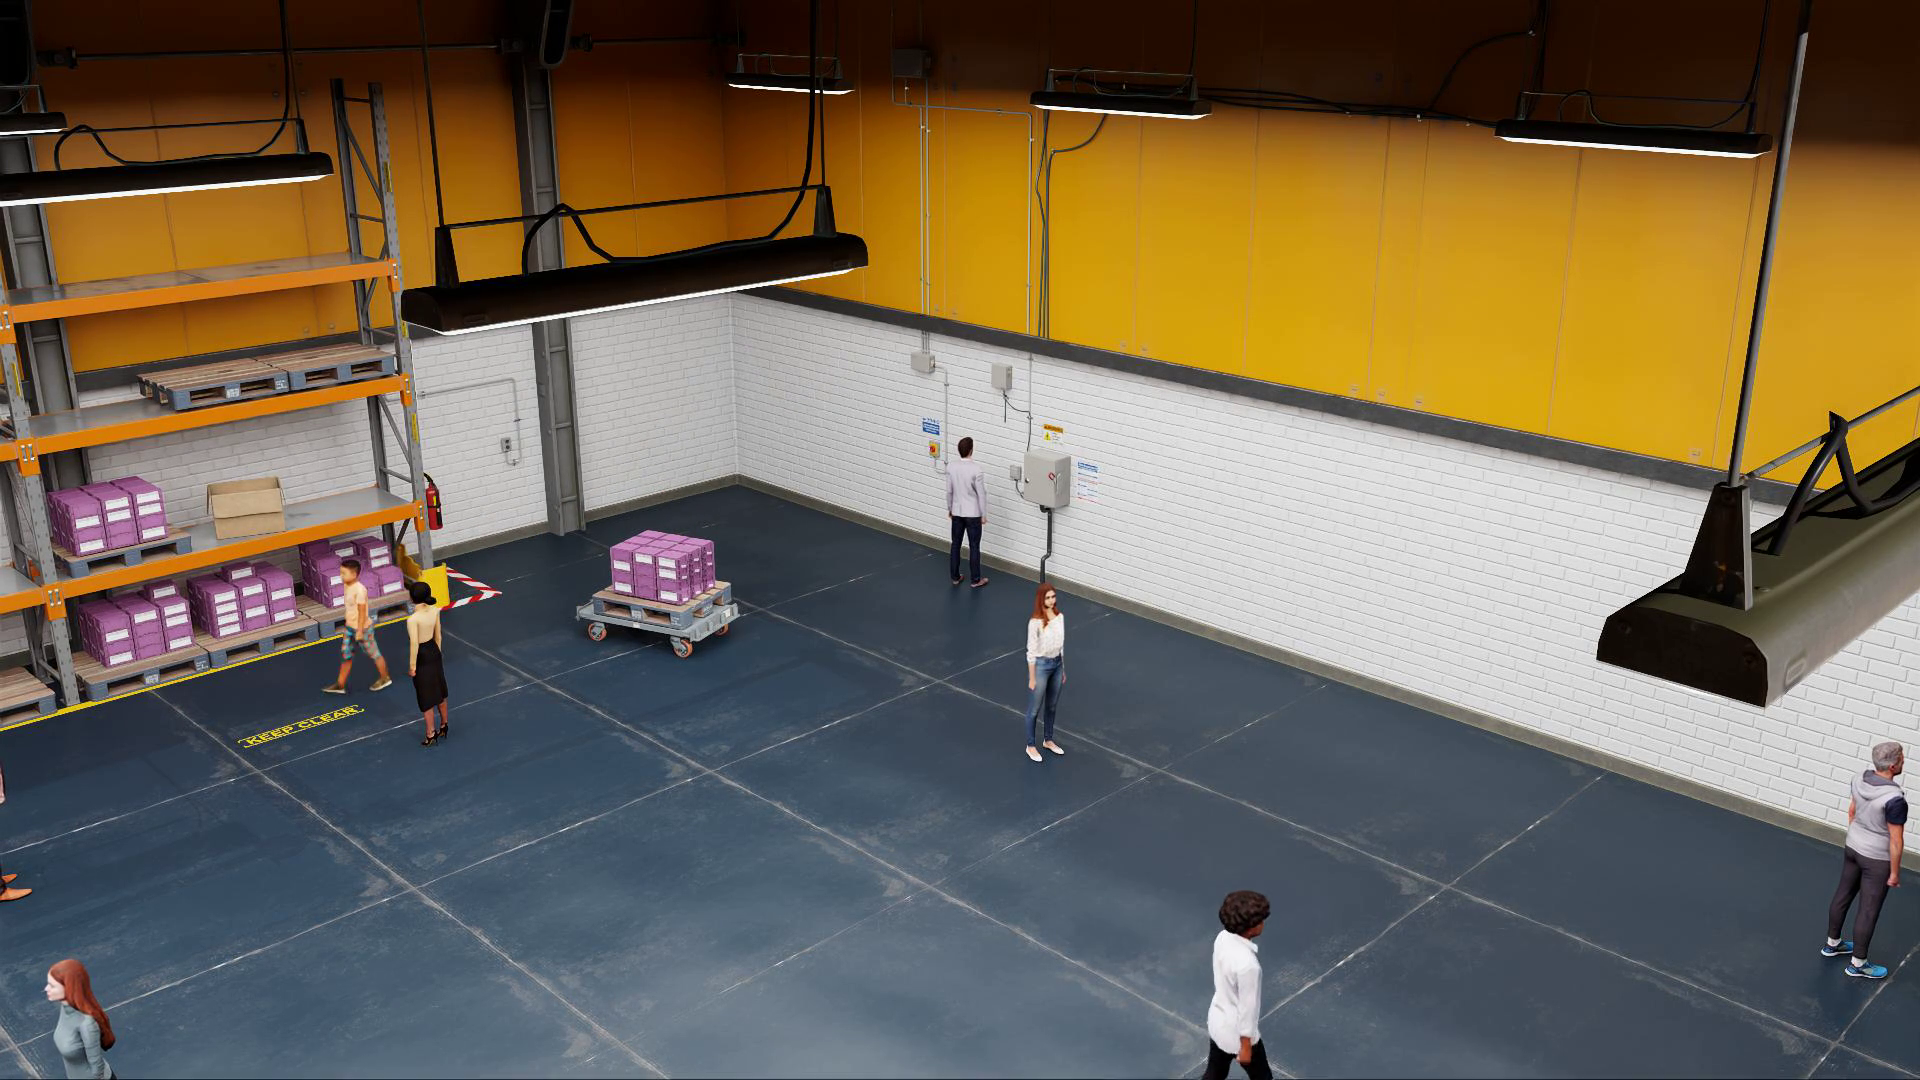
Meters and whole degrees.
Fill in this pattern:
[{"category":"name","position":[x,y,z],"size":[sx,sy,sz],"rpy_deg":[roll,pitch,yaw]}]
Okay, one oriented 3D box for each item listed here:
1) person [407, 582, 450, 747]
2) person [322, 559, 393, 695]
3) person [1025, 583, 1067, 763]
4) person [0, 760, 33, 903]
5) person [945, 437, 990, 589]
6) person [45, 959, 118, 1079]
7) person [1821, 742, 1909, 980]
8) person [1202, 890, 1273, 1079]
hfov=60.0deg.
[{"category":"person","position":[-5.117,1.175,15.952],"size":[0.710,1.653,0.589],"rpy_deg":[8,20,22]},{"category":"person","position":[-6.133,0.884,17.161],"size":[0.622,1.432,0.936],"rpy_deg":[15,23,37]},{"category":"person","position":[0.809,1.222,15.695],"size":[0.486,1.728,0.674],"rpy_deg":[-13,22,-33]},{"category":"person","position":[-7.822,2.008,13.236],"size":[0.573,1.808,0.694],"rpy_deg":[-17,25,-40]},{"category":"person","position":[0.070,-0.346,20.155],"size":[0.741,1.853,0.686],"rpy_deg":[10,21,27]},{"category":"person","position":[-5.077,3.220,9.737],"size":[0.549,1.743,0.580],"rpy_deg":[-16,24,-39]},{"category":"person","position":[6.697,2.324,12.263],"size":[0.790,1.830,0.772],"rpy_deg":[-3,19,-8]},{"category":"person","position":[1.634,3.003,10.314],"size":[1.062,1.788,0.927],"rpy_deg":[-5,19,-15]}]
